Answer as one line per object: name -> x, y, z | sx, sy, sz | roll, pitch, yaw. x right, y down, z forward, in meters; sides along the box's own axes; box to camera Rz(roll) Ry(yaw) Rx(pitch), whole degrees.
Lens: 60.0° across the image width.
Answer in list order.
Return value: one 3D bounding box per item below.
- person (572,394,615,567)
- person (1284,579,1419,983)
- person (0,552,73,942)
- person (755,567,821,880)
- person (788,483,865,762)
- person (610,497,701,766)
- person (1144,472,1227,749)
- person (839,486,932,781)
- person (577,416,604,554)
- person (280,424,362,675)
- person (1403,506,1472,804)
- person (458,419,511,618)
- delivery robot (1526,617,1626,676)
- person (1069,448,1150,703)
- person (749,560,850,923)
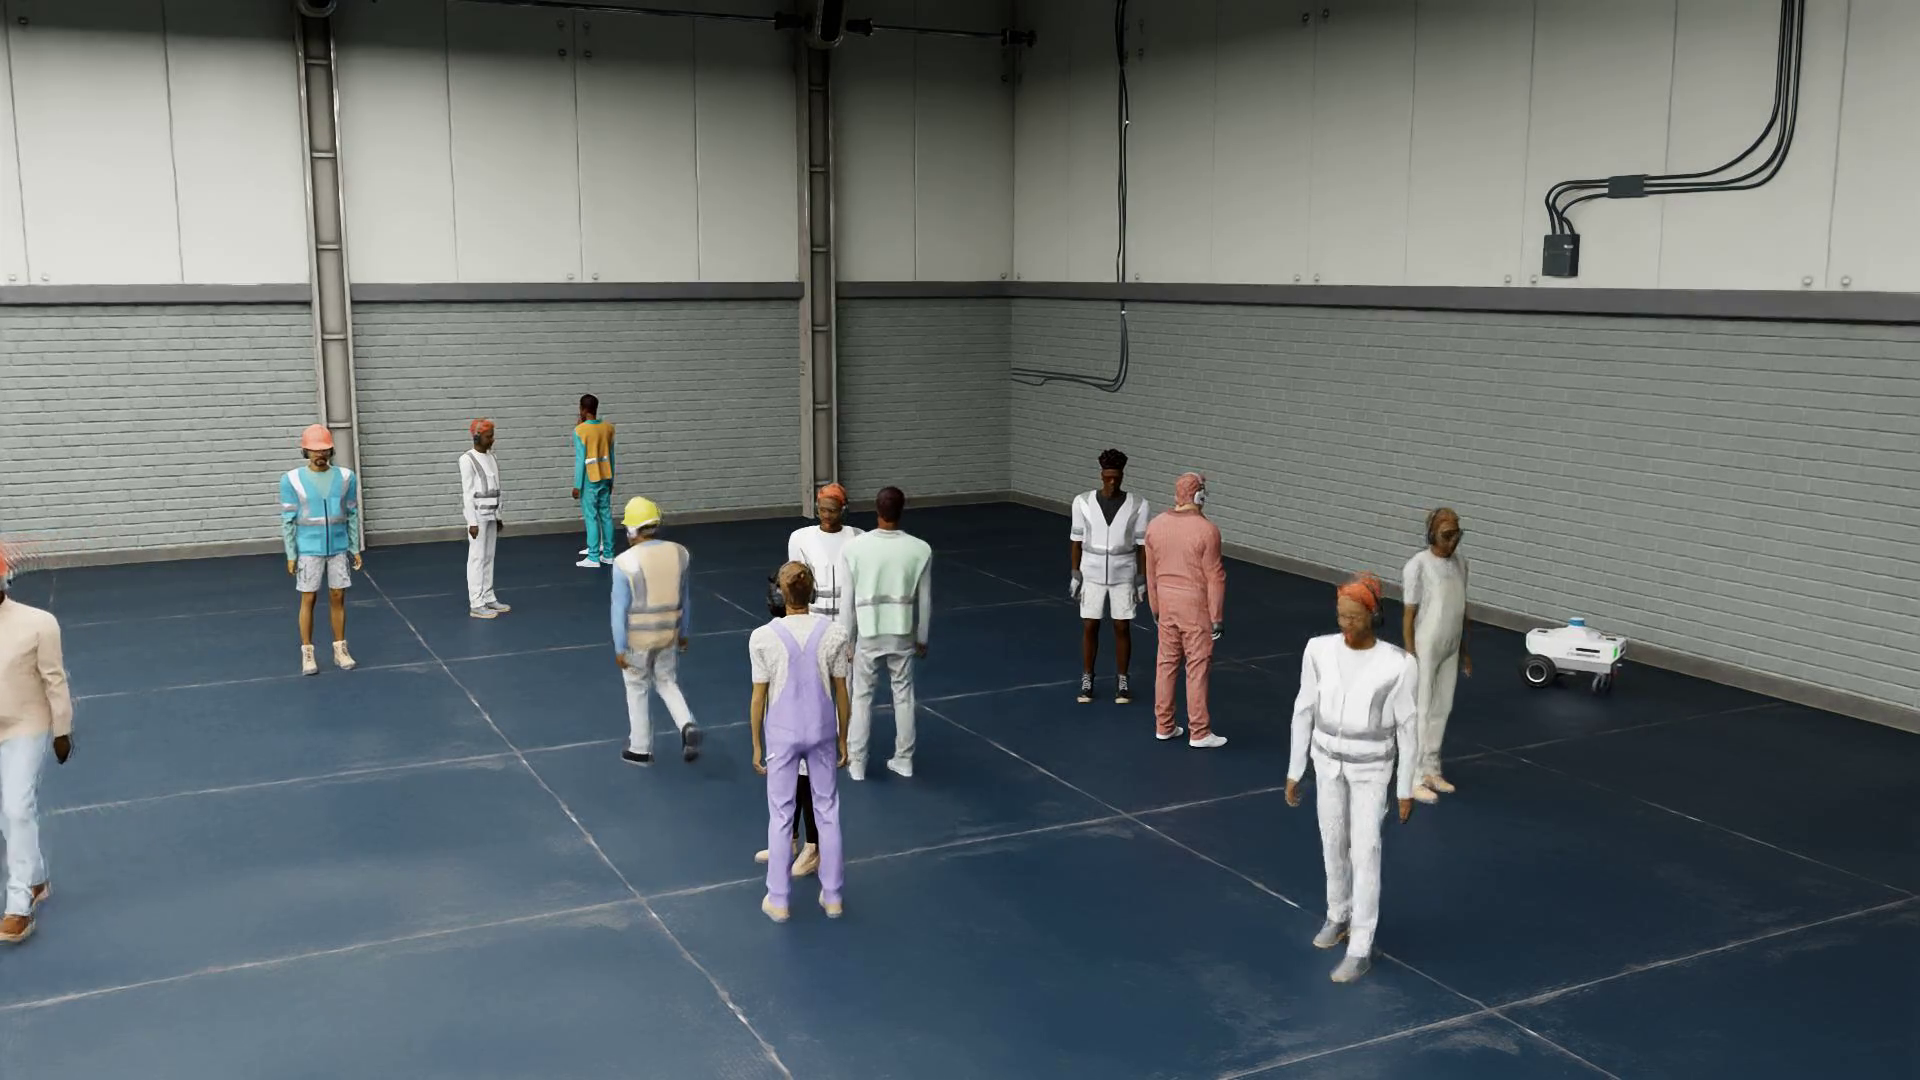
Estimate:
person -> -4.050, -0.655, 18.445 | 0.375, 1.915, 0.598 | 5, 11, 30
person -> 1.866, 1.105, 7.867 | 0.587, 1.873, 0.736 | 7, 12, 38
person -> -4.785, 0.989, 8.200 | 0.591, 1.944, 0.939 | 0, 9, 0
person -> -0.921, 0.982, 9.030 | 0.321, 1.697, 0.529 | -6, 11, -31
person -> -0.864, 0.554, 11.091 | 0.572, 1.886, 0.355 | -2, 10, -15
person -> -2.005, 0.620, 10.897 | 0.608, 1.816, 0.597 | -8, 12, -42
person -> 1.582, 0.481, 11.481 | 0.409, 1.908, 0.639 | -9, 13, -43
person -> -0.466, 0.609, 10.698 | 0.604, 1.901, 0.447 | -1, 9, -8
person -> -4.268, -0.649, 19.276 | 0.281, 1.633, 0.498 | 2, 10, 15
person -> -5.190, 0.071, 13.584 | 0.609, 2.043, 0.397 | -7, 11, -36
person -> 2.963, 0.701, 10.343 | 0.512, 1.850, 0.387 | -6, 11, -31
person -> -4.522, -0.210, 15.802 | 0.355, 1.885, 0.575 | 1, 9, 9
delivery robot -> 4.841, 0.850, 13.069 | 0.707, 0.478, 0.477 | 6, 11, 32
person -> 1.135, 0.275, 12.624 | 0.609, 1.948, 0.384 | 1, 9, 9
person -> -0.804, 1.016, 8.415 | 0.502, 1.837, 0.348 | -2, 9, -13
